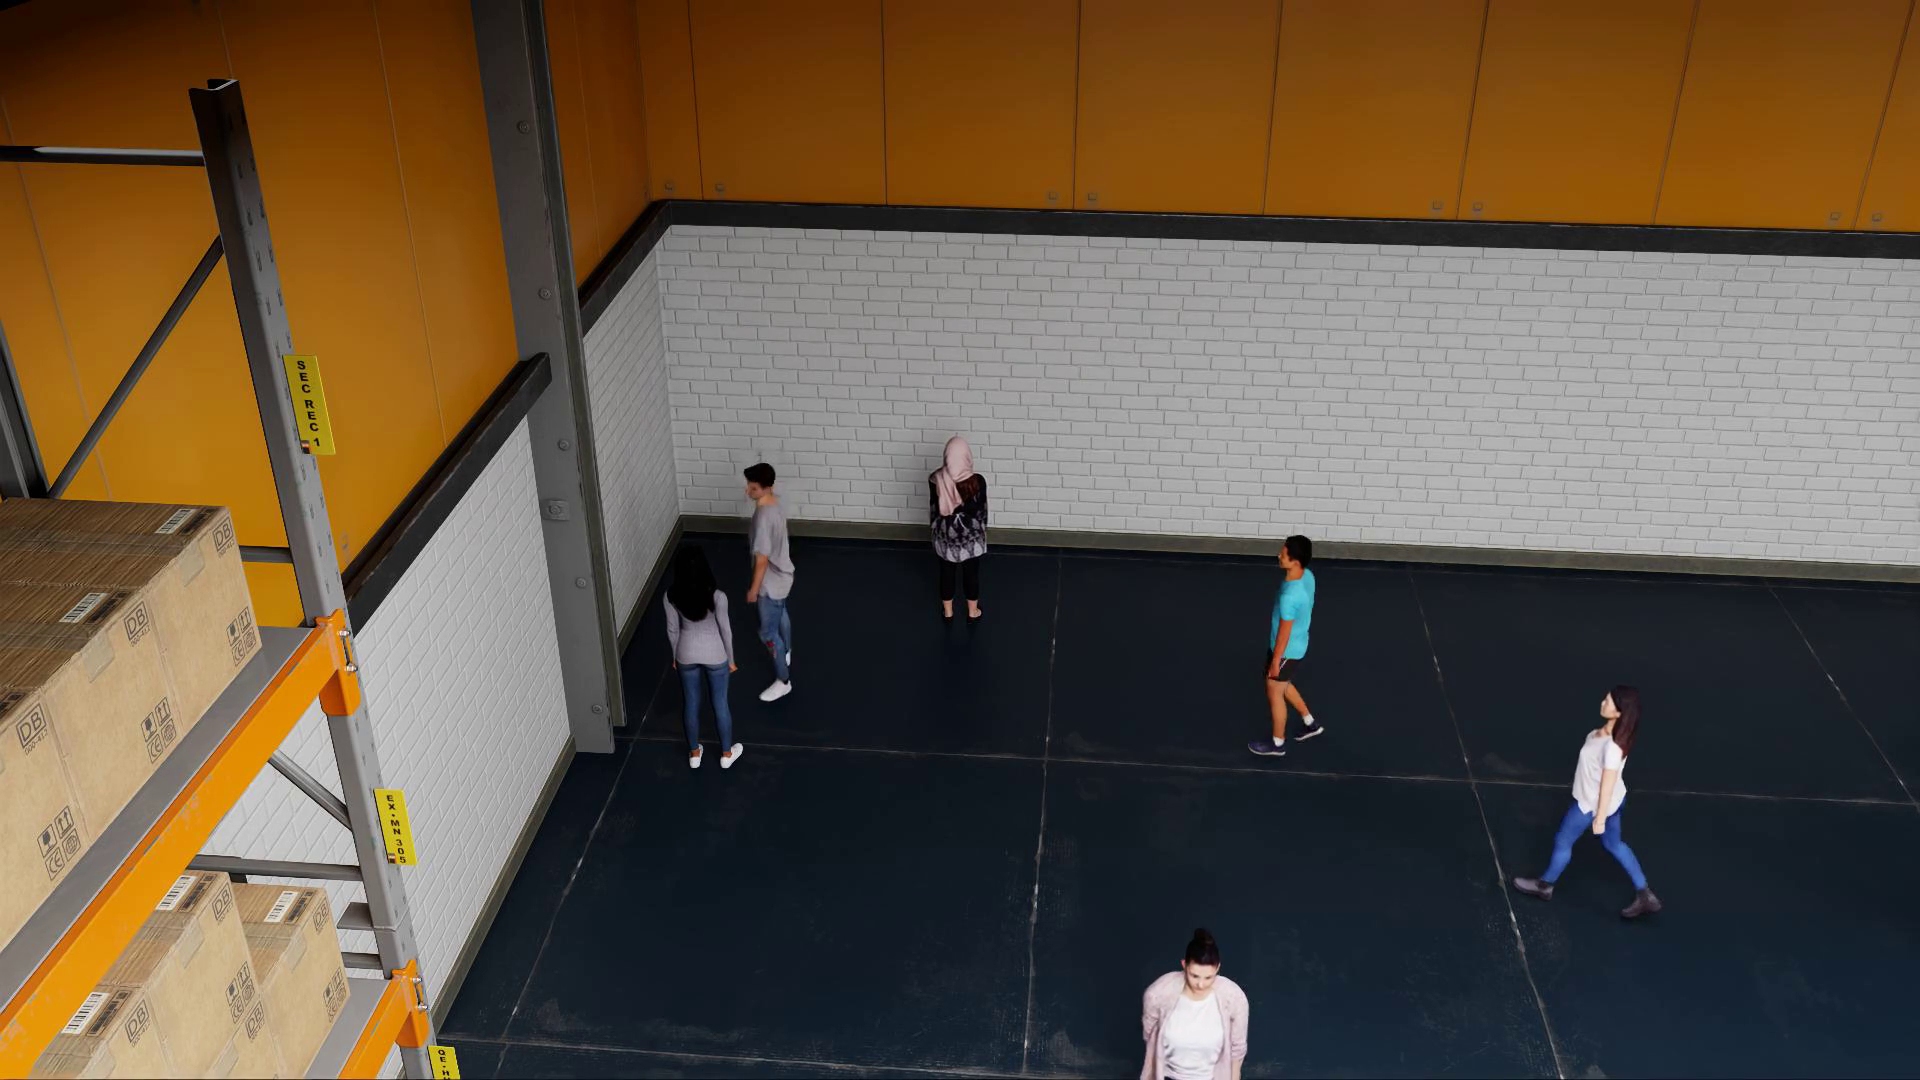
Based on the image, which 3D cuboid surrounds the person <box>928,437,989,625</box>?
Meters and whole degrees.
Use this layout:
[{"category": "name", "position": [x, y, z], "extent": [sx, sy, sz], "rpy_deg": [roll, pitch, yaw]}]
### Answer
[{"category": "person", "position": [-0.012, -0.073, 13.225], "extent": [0.617, 1.637, 0.595], "rpy_deg": [3, 29, 5]}]

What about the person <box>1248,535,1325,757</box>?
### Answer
[{"category": "person", "position": [2.362, 0.765, 11.558], "extent": [0.791, 1.761, 0.756], "rpy_deg": [10, 30, 18]}]

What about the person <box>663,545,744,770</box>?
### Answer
[{"category": "person", "position": [-1.787, 0.817, 11.491], "extent": [0.603, 1.735, 0.509], "rpy_deg": [3, 29, 5]}]

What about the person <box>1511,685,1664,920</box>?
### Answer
[{"category": "person", "position": [3.963, 1.634, 10.081], "extent": [1.002, 1.651, 1.139], "rpy_deg": [16, 33, 27]}]

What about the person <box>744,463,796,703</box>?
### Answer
[{"category": "person", "position": [-1.388, 0.242, 12.403], "extent": [1.037, 1.871, 0.551], "rpy_deg": [6, 29, 11]}]

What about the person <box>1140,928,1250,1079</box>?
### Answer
[{"category": "person", "position": [1.160, 2.571, 8.290], "extent": [0.712, 1.721, 0.955], "rpy_deg": [5, 29, 9]}]
